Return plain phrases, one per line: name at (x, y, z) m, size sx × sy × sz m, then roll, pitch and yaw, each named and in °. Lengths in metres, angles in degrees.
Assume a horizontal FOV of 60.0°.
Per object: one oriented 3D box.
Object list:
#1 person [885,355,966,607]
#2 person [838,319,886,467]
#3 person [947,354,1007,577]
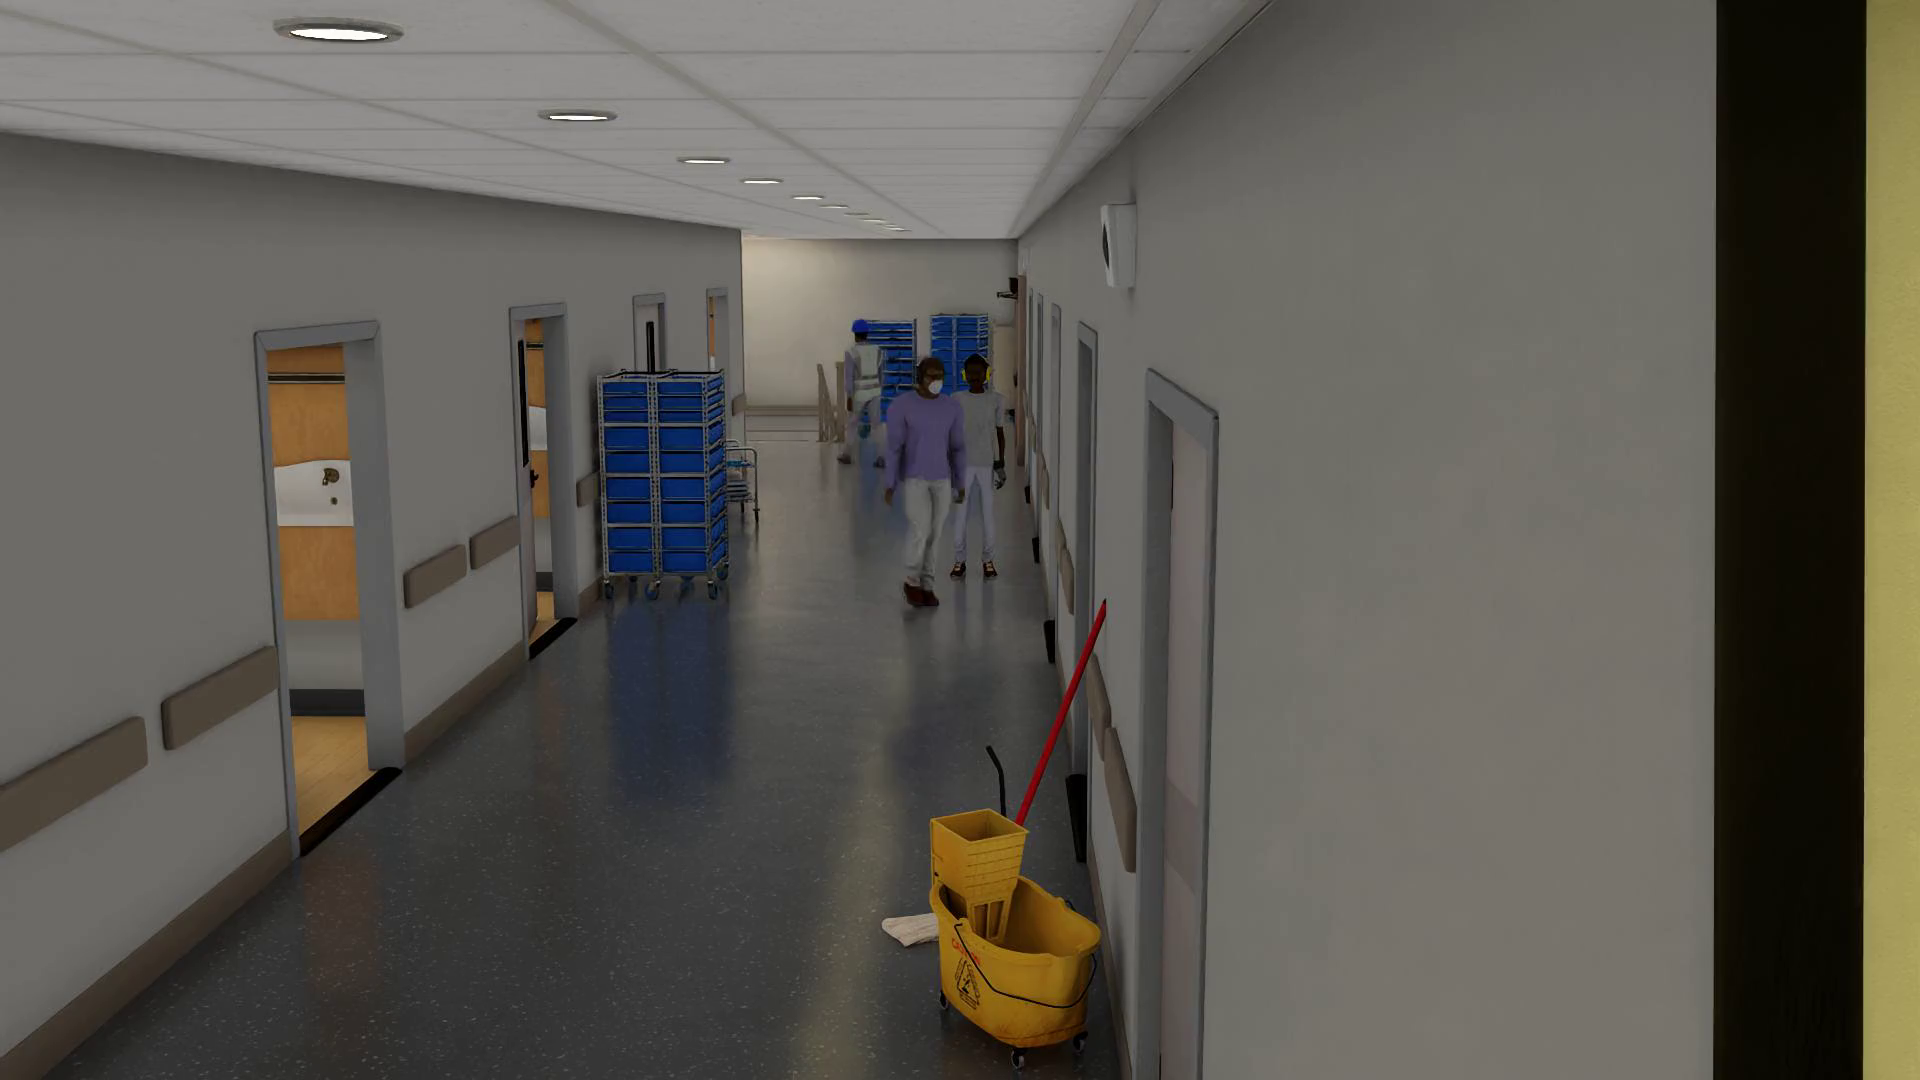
person at (-0.240, -0.432, 12.604) m, size 0.665 × 1.920 × 0.470 m, roll -5°, pitch 11°, yaw -28°
person at (-1.229, -1.887, 21.426) m, size 0.650 × 1.897 × 0.996 m, roll -7°, pitch 12°, yaw -35°
person at (0.132, -0.615, 13.862) m, size 0.513 × 1.872 × 0.328 m, roll 0°, pitch 9°, yaw 1°
